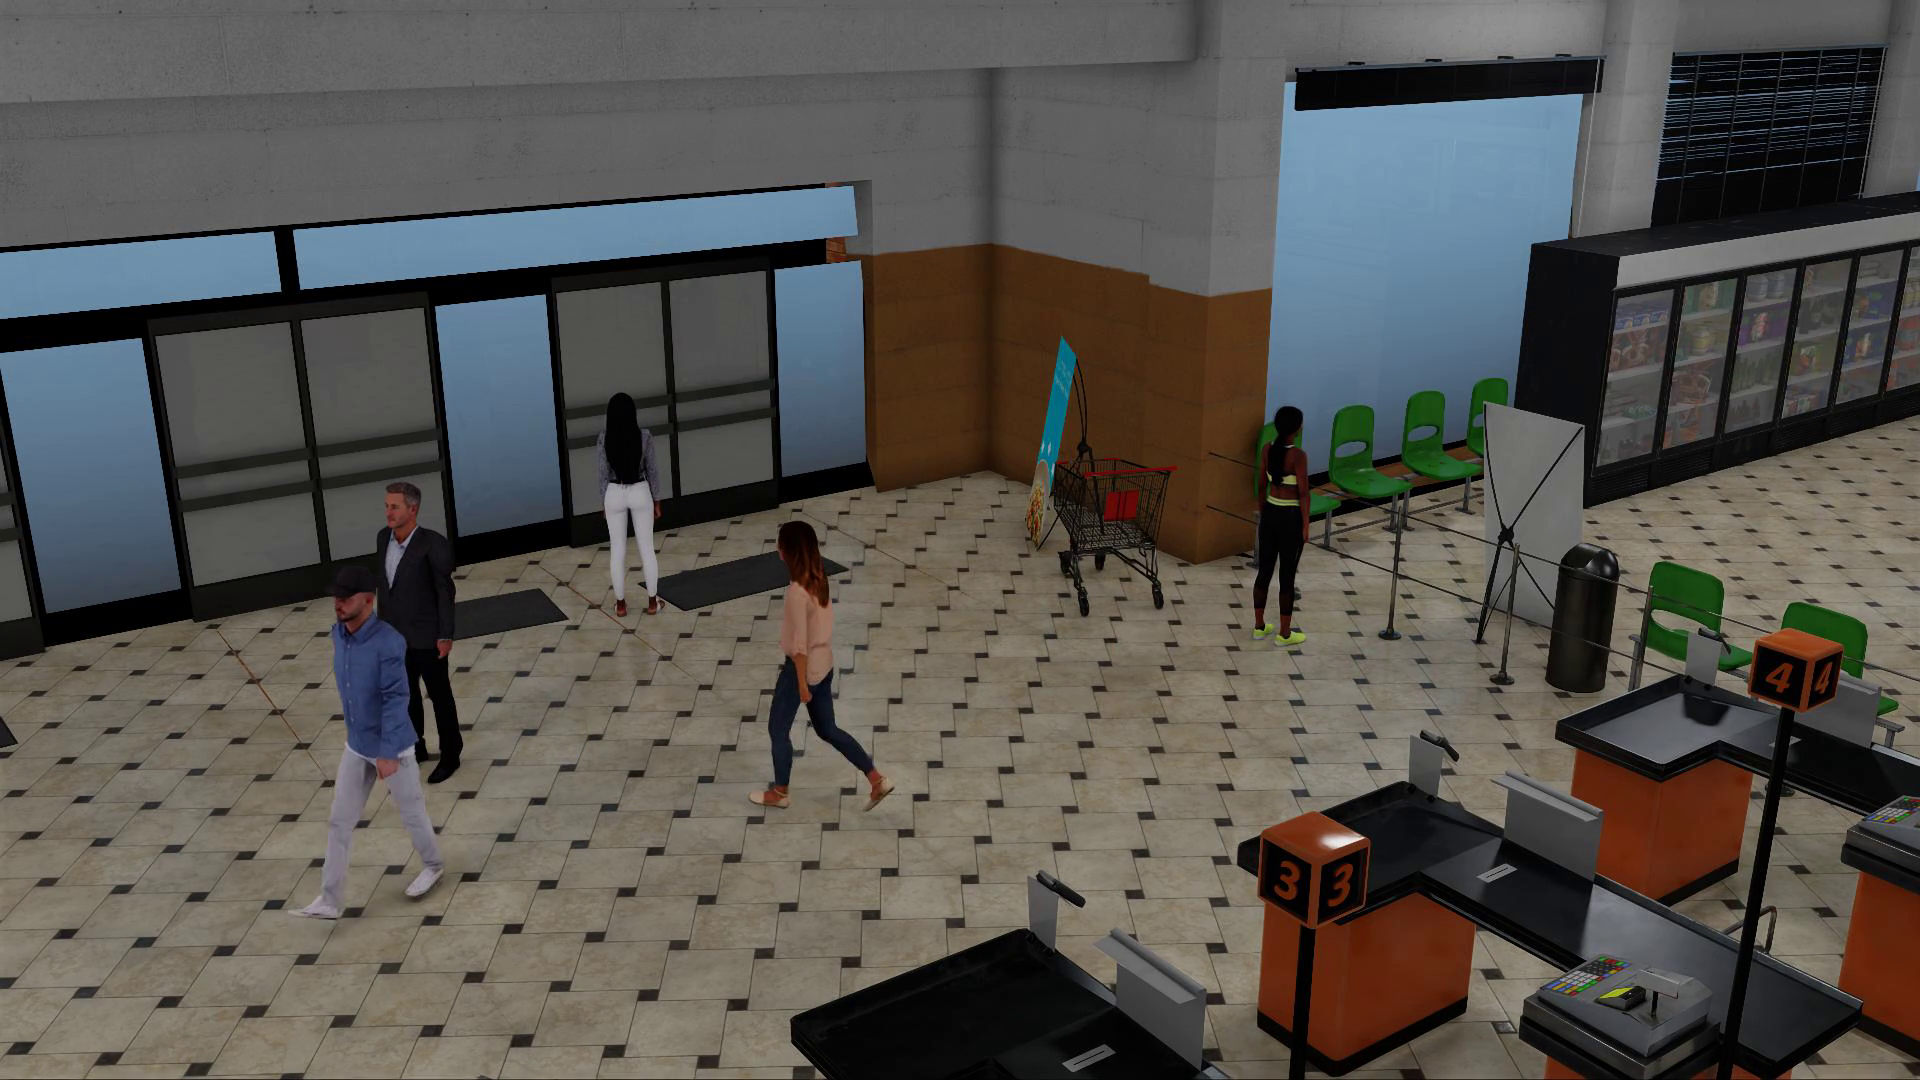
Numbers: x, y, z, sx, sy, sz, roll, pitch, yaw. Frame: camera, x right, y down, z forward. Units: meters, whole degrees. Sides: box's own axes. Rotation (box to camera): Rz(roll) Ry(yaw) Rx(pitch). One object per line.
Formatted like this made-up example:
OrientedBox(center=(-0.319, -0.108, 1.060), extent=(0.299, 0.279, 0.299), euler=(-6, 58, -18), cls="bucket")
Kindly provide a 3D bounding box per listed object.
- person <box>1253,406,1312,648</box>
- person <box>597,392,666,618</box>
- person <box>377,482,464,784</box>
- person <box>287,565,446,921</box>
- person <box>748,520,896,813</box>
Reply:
OrientedBox(center=(2.296, -0.105, 11.905), extent=(0.504, 1.755, 0.660), euler=(17, 25, 42), cls="person")
OrientedBox(center=(-2.476, -0.272, 12.448), extent=(0.676, 1.725, 0.673), euler=(-2, 19, -7), cls="person")
OrientedBox(center=(-3.244, 0.524, 9.903), extent=(0.739, 1.842, 0.873), euler=(9, 20, 24), cls="person")
OrientedBox(center=(-2.895, 1.002, 8.477), extent=(1.150, 1.848, 1.042), euler=(10, 21, 28), cls="person")
OrientedBox(center=(-0.769, 0.758, 9.346), extent=(1.167, 1.756, 1.000), euler=(7, 20, 19), cls="person")
